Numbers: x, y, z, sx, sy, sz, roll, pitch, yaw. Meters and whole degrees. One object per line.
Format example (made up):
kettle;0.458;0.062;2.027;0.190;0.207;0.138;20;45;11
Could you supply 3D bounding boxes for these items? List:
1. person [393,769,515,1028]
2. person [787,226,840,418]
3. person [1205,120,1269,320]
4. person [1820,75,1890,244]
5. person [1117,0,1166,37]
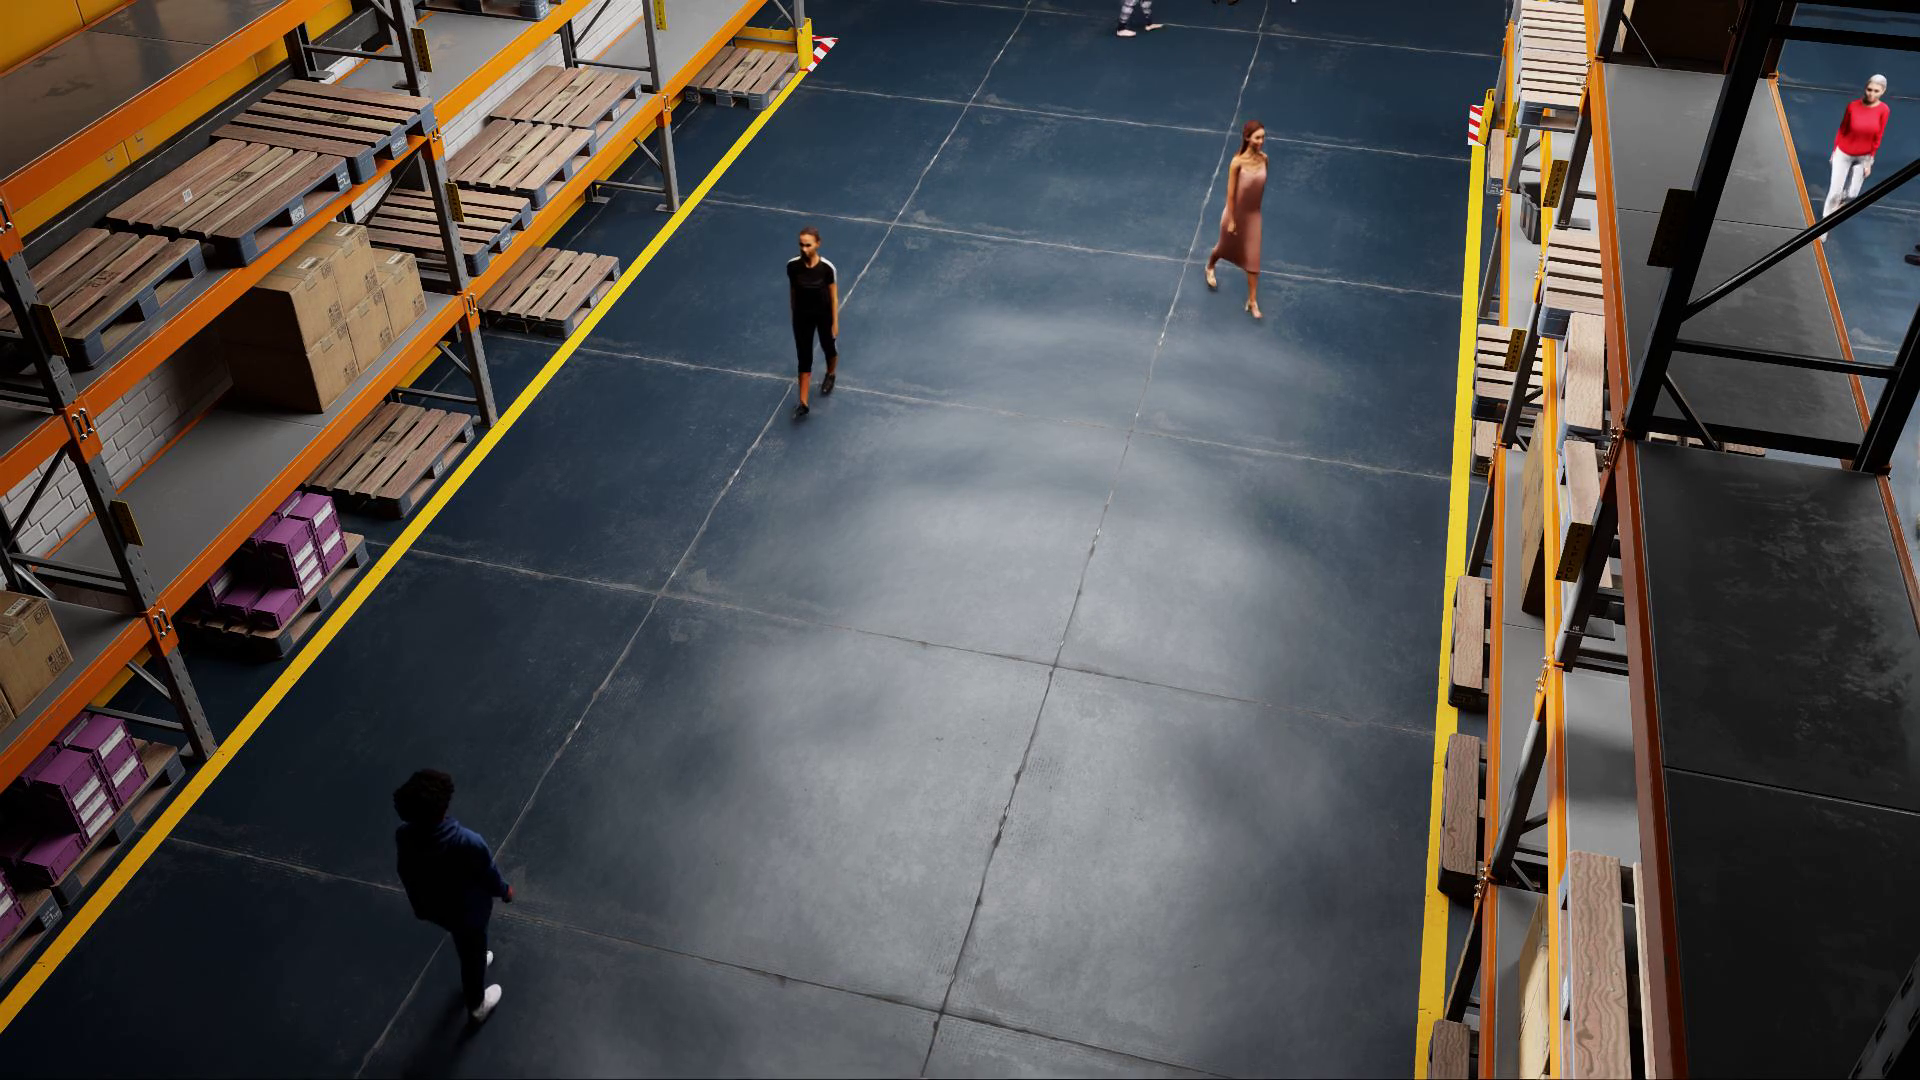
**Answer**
person;-2.745;1.989;8.933;0.698;1.794;0.713;13;40;16
person;-1.177;-1.893;13.931;0.607;1.622;1.046;8;39;10
person;2.502;-2.965;15.138;1.011;1.791;1.187;-13;40;-16
person;8.698;-3.738;16.196;0.642;1.679;0.879;17;42;20
person;2.078;-6.951;20.191;0.862;1.715;0.893;-5;39;-6
